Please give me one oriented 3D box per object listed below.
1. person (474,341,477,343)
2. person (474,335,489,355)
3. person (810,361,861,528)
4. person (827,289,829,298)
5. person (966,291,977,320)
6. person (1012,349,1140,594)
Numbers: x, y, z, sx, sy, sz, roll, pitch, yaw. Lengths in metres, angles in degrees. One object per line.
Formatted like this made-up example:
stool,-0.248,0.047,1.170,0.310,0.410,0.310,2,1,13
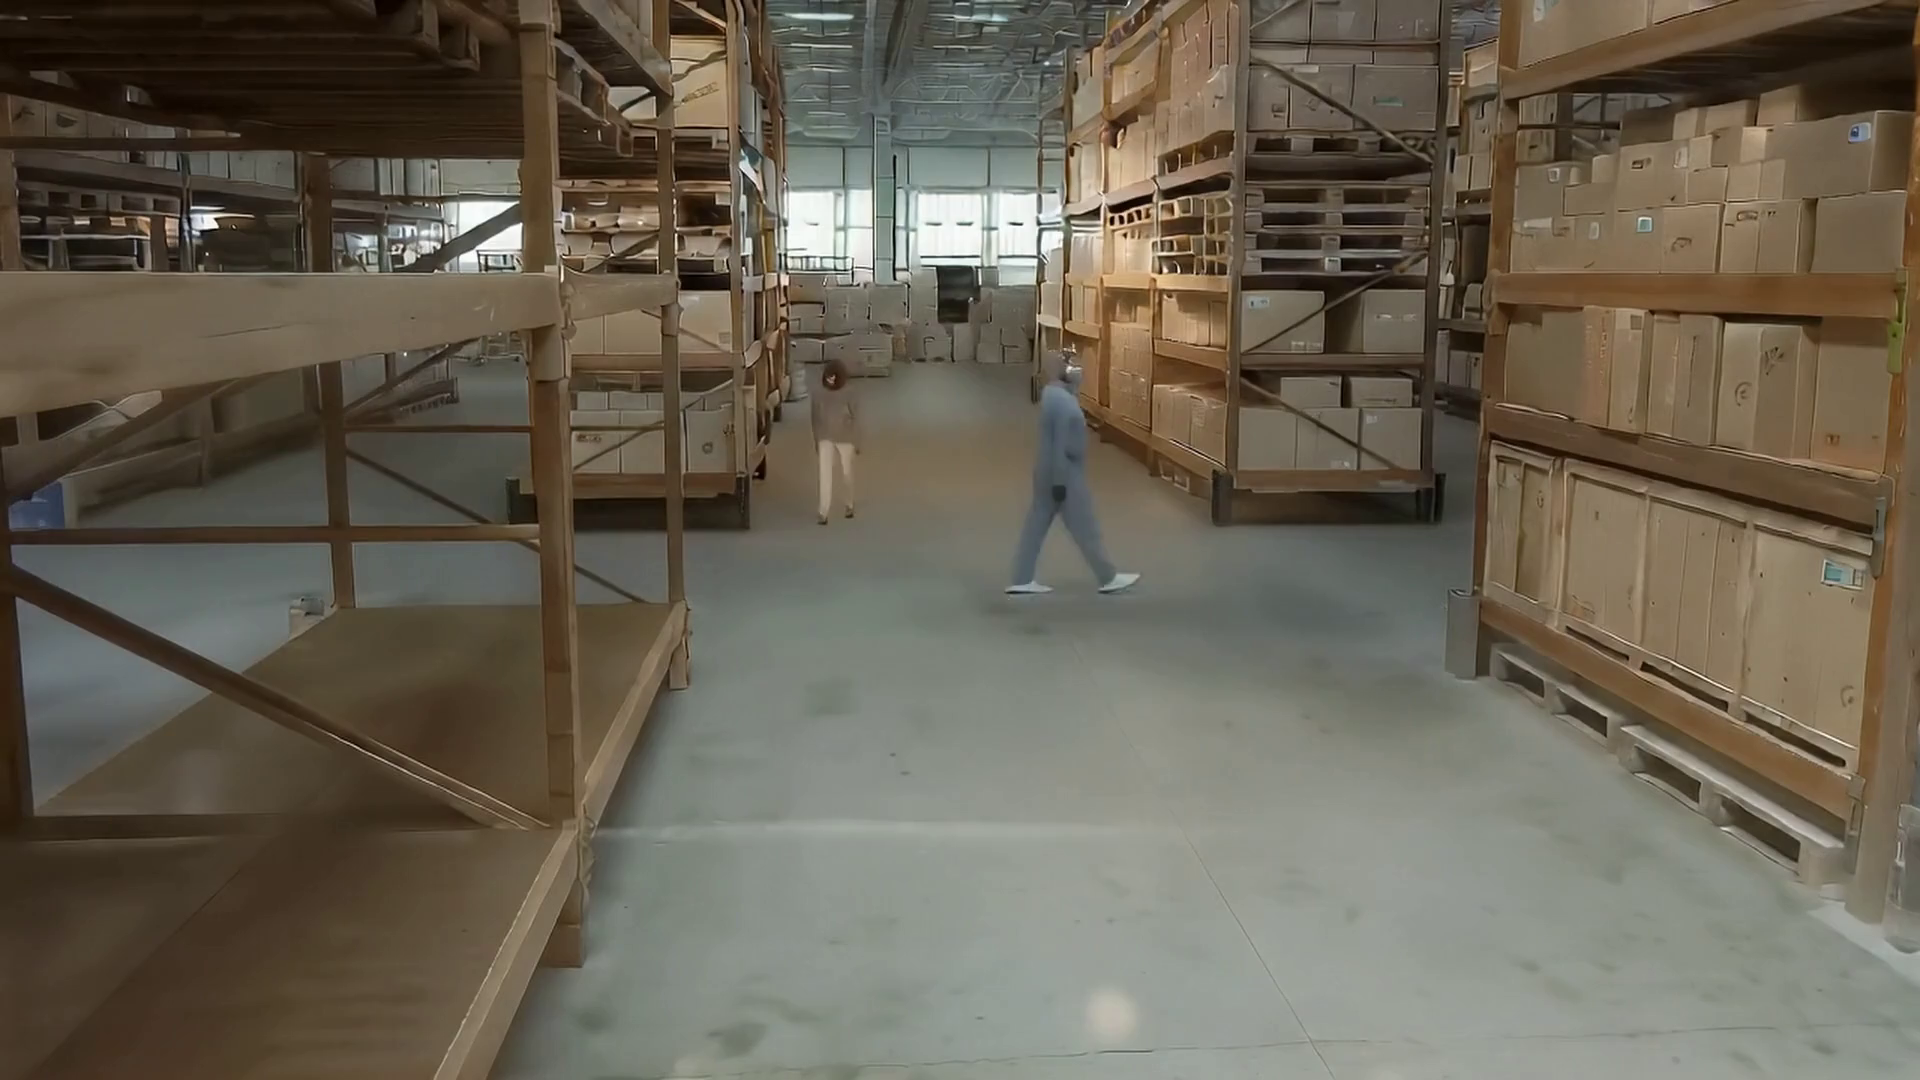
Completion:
person,-17.298,-7.978,59.248,0.612,1.910,0.561,-8,12,-40
person,-14.388,-6.475,50.033,0.505,1.845,0.346,2,9,13
person,-1.195,-0.946,16.113,0.503,1.589,0.862,1,9,6
person,-5.017,-9.111,66.477,0.633,1.887,0.510,3,9,16
person,0.499,-7.715,57.808,0.746,1.861,0.593,-5,10,-30
person,0.841,-0.500,12.467,0.980,1.850,0.669,-1,9,-8
